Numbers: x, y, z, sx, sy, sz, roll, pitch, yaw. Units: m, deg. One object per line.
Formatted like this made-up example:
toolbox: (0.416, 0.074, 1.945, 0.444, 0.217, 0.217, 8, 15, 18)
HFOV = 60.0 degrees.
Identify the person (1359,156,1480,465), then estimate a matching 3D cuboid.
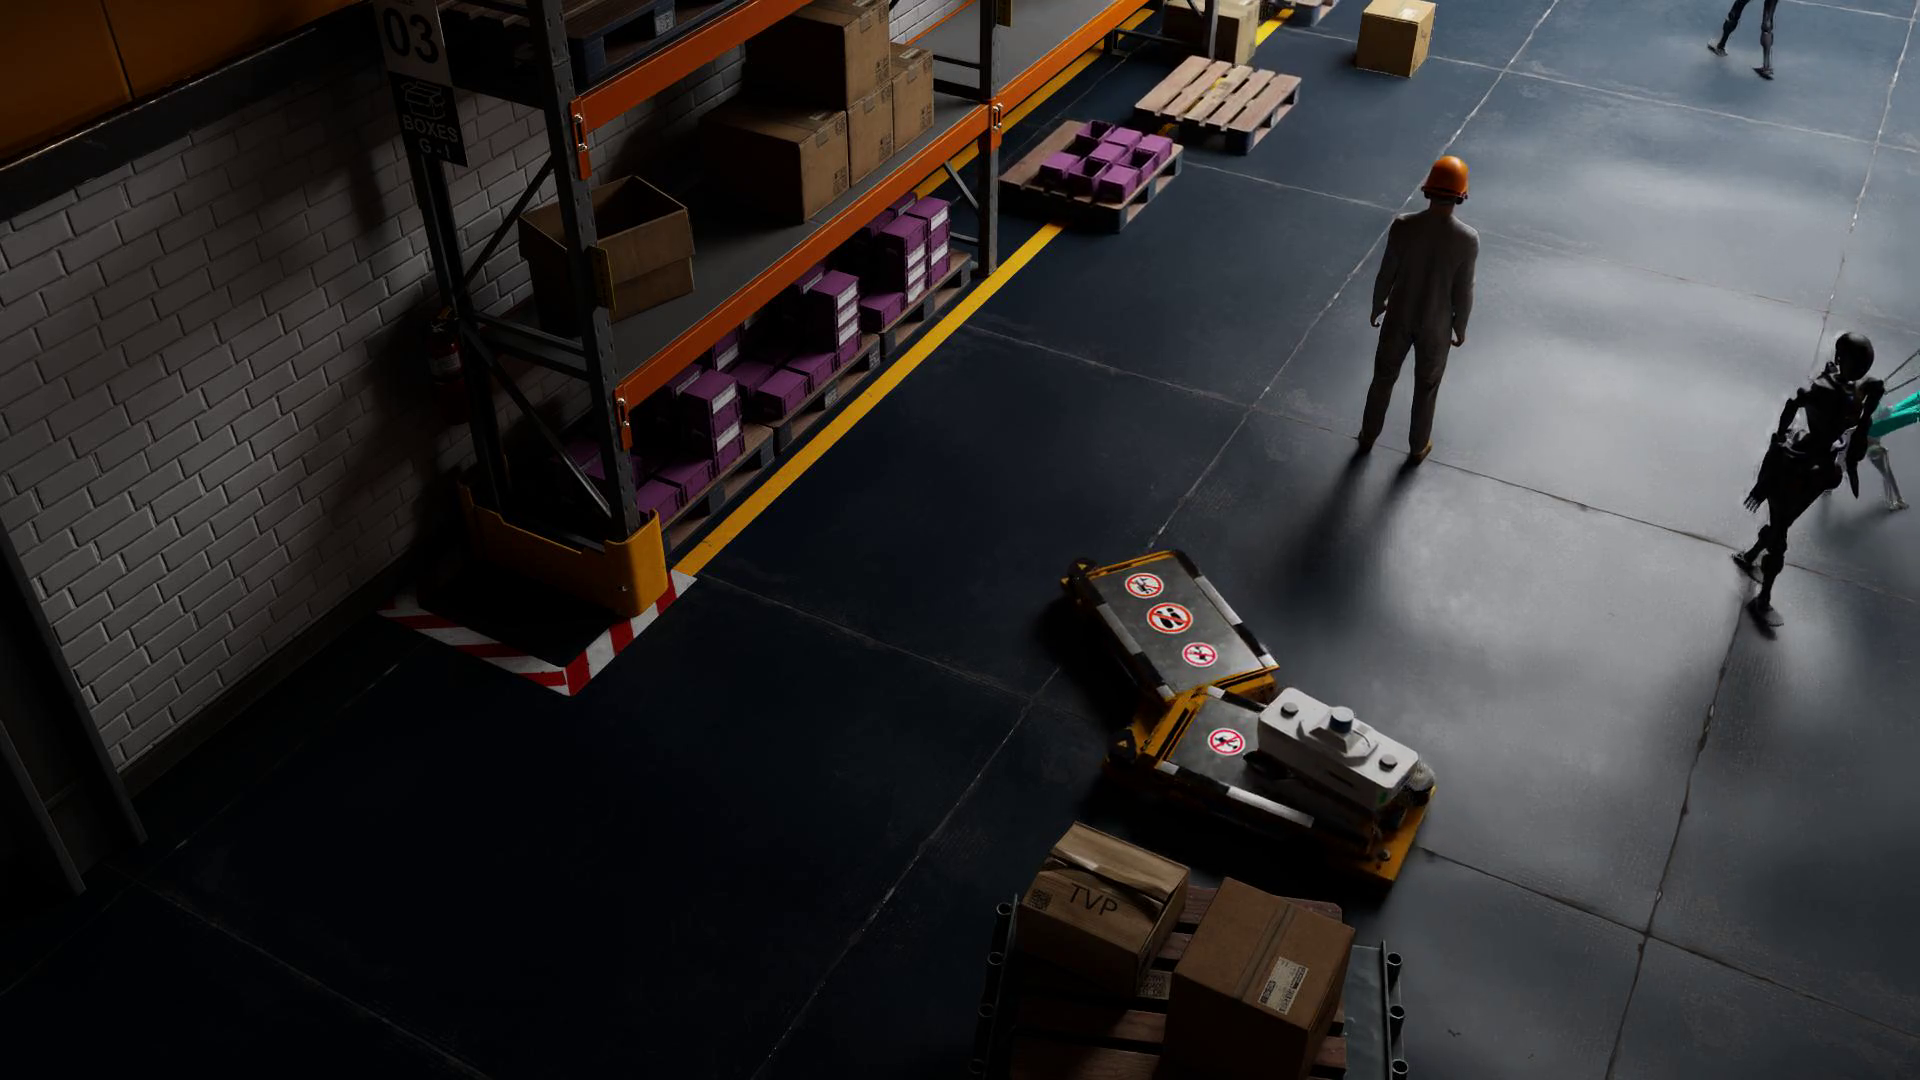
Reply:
person: (2.646, -1.309, 9.567, 0.560, 1.888, 0.399, 17, 42, 20)

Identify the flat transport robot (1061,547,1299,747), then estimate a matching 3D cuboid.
flat transport robot: (1.118, 0.532, 8.554, 0.659, 0.231, 1.431, -15, 41, -17)

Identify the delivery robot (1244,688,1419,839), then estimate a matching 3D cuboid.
delivery robot: (1.717, 1.018, 7.733, 0.818, 0.614, 0.499, 28, 46, 30)

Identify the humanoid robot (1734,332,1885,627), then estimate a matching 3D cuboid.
humanoid robot: (4.387, -0.338, 8.538, 0.608, 1.630, 0.713, -8, 39, -10)

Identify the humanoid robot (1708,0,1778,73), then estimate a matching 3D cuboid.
humanoid robot: (6.870, -4.840, 14.181, 0.593, 1.629, 0.782, -6, 39, -7)

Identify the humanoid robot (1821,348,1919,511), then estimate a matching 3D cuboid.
humanoid robot: (5.210, -0.913, 9.258, 0.806, 1.846, 0.561, 15, 41, 18)

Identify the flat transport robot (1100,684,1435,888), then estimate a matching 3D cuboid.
flat transport robot: (1.449, 1.103, 7.841, 1.431, 0.231, 0.659, 19, 42, 22)
